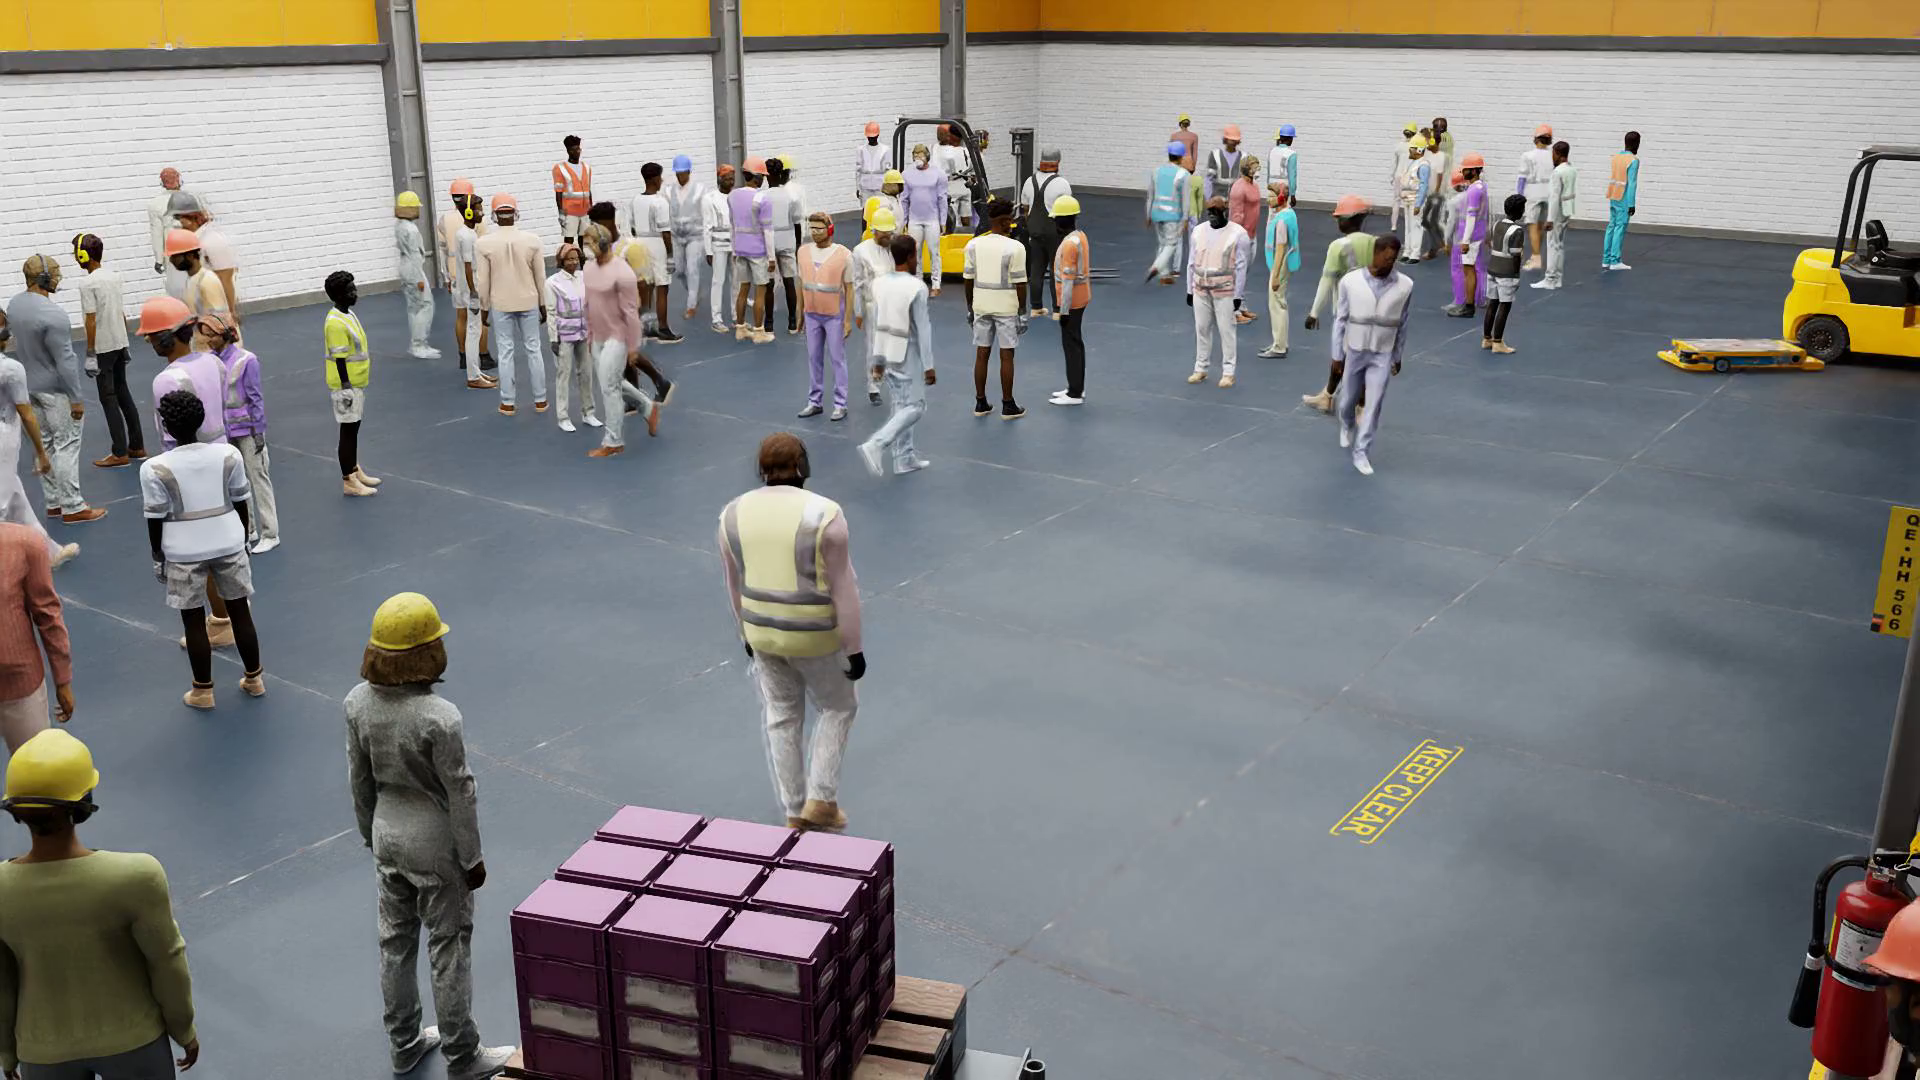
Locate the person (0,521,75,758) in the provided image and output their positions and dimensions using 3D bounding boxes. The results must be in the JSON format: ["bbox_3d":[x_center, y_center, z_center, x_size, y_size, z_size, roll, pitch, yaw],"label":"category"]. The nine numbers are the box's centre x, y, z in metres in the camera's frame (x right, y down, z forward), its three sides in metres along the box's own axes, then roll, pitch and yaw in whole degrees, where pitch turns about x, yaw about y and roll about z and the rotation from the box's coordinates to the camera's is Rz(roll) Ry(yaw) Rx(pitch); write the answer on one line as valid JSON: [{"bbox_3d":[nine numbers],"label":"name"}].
[{"bbox_3d":[-3.829,0.580,6.528,0.629,1.986,0.406,-9,20,-27],"label":"person"}]

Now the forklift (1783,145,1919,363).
[{"bbox_3d":[9.803,-2.879,17.013,2.313,2.155,1.214,12,21,33],"label":"forklift"}]

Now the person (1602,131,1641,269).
[{"bbox_3d":[9.310,-4.773,23.404,0.393,1.911,0.587,-2,18,-6],"label":"person"}]

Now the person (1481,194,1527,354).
[{"bbox_3d":[5.782,-2.816,17.642,0.320,1.686,0.539,-4,18,-12],"label":"person"}]

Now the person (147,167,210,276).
[{"bbox_3d":[-8.527,-3.120,18.242,0.640,1.904,0.401,-16,24,-41],"label":"person"}]

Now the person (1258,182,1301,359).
[{"bbox_3d":[3.358,-2.814,17.395,0.393,1.830,0.582,5,18,16],"label":"person"}]

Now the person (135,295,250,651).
[{"bbox_3d":[-4.339,-0.370,9.415,0.387,2.041,0.605,1,18,4],"label":"person"}]

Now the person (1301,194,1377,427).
[{"bbox_3d":[3.331,-2.034,14.681,0.615,2.002,0.959,-16,24,-40],"label":"person"}]

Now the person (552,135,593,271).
[{"bbox_3d":[-5.075,-4.354,21.994,0.367,1.967,0.603,14,22,37],"label":"person"}]

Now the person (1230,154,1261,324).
[{"bbox_3d":[3.320,-3.505,19.384,0.366,1.939,0.635,9,20,25],"label":"person"}]

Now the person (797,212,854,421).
[{"bbox_3d":[-1.194,-1.993,14.804,0.565,1.846,0.389,8,19,24],"label":"person"}]

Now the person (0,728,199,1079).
[{"bbox_3d":[-2.341,1.343,4.502,0.525,1.769,0.315,-4,18,-13],"label":"person"}]

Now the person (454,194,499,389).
[{"bbox_3d":[-4.680,-2.388,16.023,0.324,1.861,0.510,-6,19,-17],"label":"person"}]

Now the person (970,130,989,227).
[{"bbox_3d":[0.272,-5.054,24.348,0.310,1.864,0.533,-5,18,-16],"label":"person"}]

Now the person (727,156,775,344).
[{"bbox_3d":[-2.239,-3.150,18.141,0.613,2.028,0.409,12,21,34],"label":"person"}]

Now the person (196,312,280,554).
[{"bbox_3d":[-4.867,-0.725,11.186,0.522,1.631,0.324,7,19,20],"label":"person"}]

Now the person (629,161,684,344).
[{"bbox_3d":[-3.334,-3.136,18.185,0.613,1.964,0.361,15,23,38],"label":"person"}]

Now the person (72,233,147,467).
[{"bbox_3d":[-6.828,-1.510,13.288,0.341,1.857,0.524,1,18,3],"label":"person"}]

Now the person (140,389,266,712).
[{"bbox_3d":[-3.941,0.053,8.666,0.539,1.693,0.321,-16,24,-41],"label":"person"}]

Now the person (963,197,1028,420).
[{"bbox_3d":[0.330,-2.059,14.818,0.613,1.962,0.362,10,20,27],"label":"person"}]

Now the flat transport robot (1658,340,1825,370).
[{"bbox_3d":[8.020,-1.907,17.083,1.431,0.197,0.652,0,18,0],"label":"flat transport robot"}]

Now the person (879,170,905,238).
[{"bbox_3d":[-0.788,-3.483,19.631,0.302,1.745,0.483,5,18,16],"label":"person"}]

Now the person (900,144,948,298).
[{"bbox_3d":[-0.465,-4.040,21.086,0.635,1.929,0.384,5,18,14],"label":"person"}]

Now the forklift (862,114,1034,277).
[{"bbox_3d":[-0.171,-4.594,22.377,2.313,2.155,1.214,1,18,3],"label":"forklift"}]

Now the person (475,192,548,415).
[{"bbox_3d":[-4.013,-2.115,14.960,0.608,1.987,0.388,-7,19,-20],"label":"person"}]

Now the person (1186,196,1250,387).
[{"bbox_3d":[2.466,-2.406,16.118,0.624,1.835,0.429,13,22,35],"label":"person"}]

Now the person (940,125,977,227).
[{"bbox_3d":[-0.043,-5.015,24.061,0.613,1.965,0.361,-11,21,-31],"label":"person"}]

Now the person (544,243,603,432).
[{"bbox_3d":[-3.352,-1.756,14.416,0.314,1.629,0.508,14,23,38],"label":"person"}]

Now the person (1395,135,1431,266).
[{"bbox_3d":[6.476,-4.849,23.759,0.404,1.833,0.589,-1,18,-3],"label":"person"}]

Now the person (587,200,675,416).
[{"bbox_3d":[-2.991,-2.058,14.876,0.581,1.934,0.660,-17,24,-42],"label":"person"}]

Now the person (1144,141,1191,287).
[{"bbox_3d":[2.664,-4.207,21.624,0.659,1.909,0.777,15,23,38],"label":"person"}]

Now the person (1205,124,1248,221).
[{"bbox_3d":[3.760,-4.883,23.596,0.617,2.017,0.856,-1,18,-2],"label":"person"}]

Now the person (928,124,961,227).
[{"bbox_3d":[-0.224,-5.530,25.854,0.573,1.861,0.866,13,22,36],"label":"person"}]
